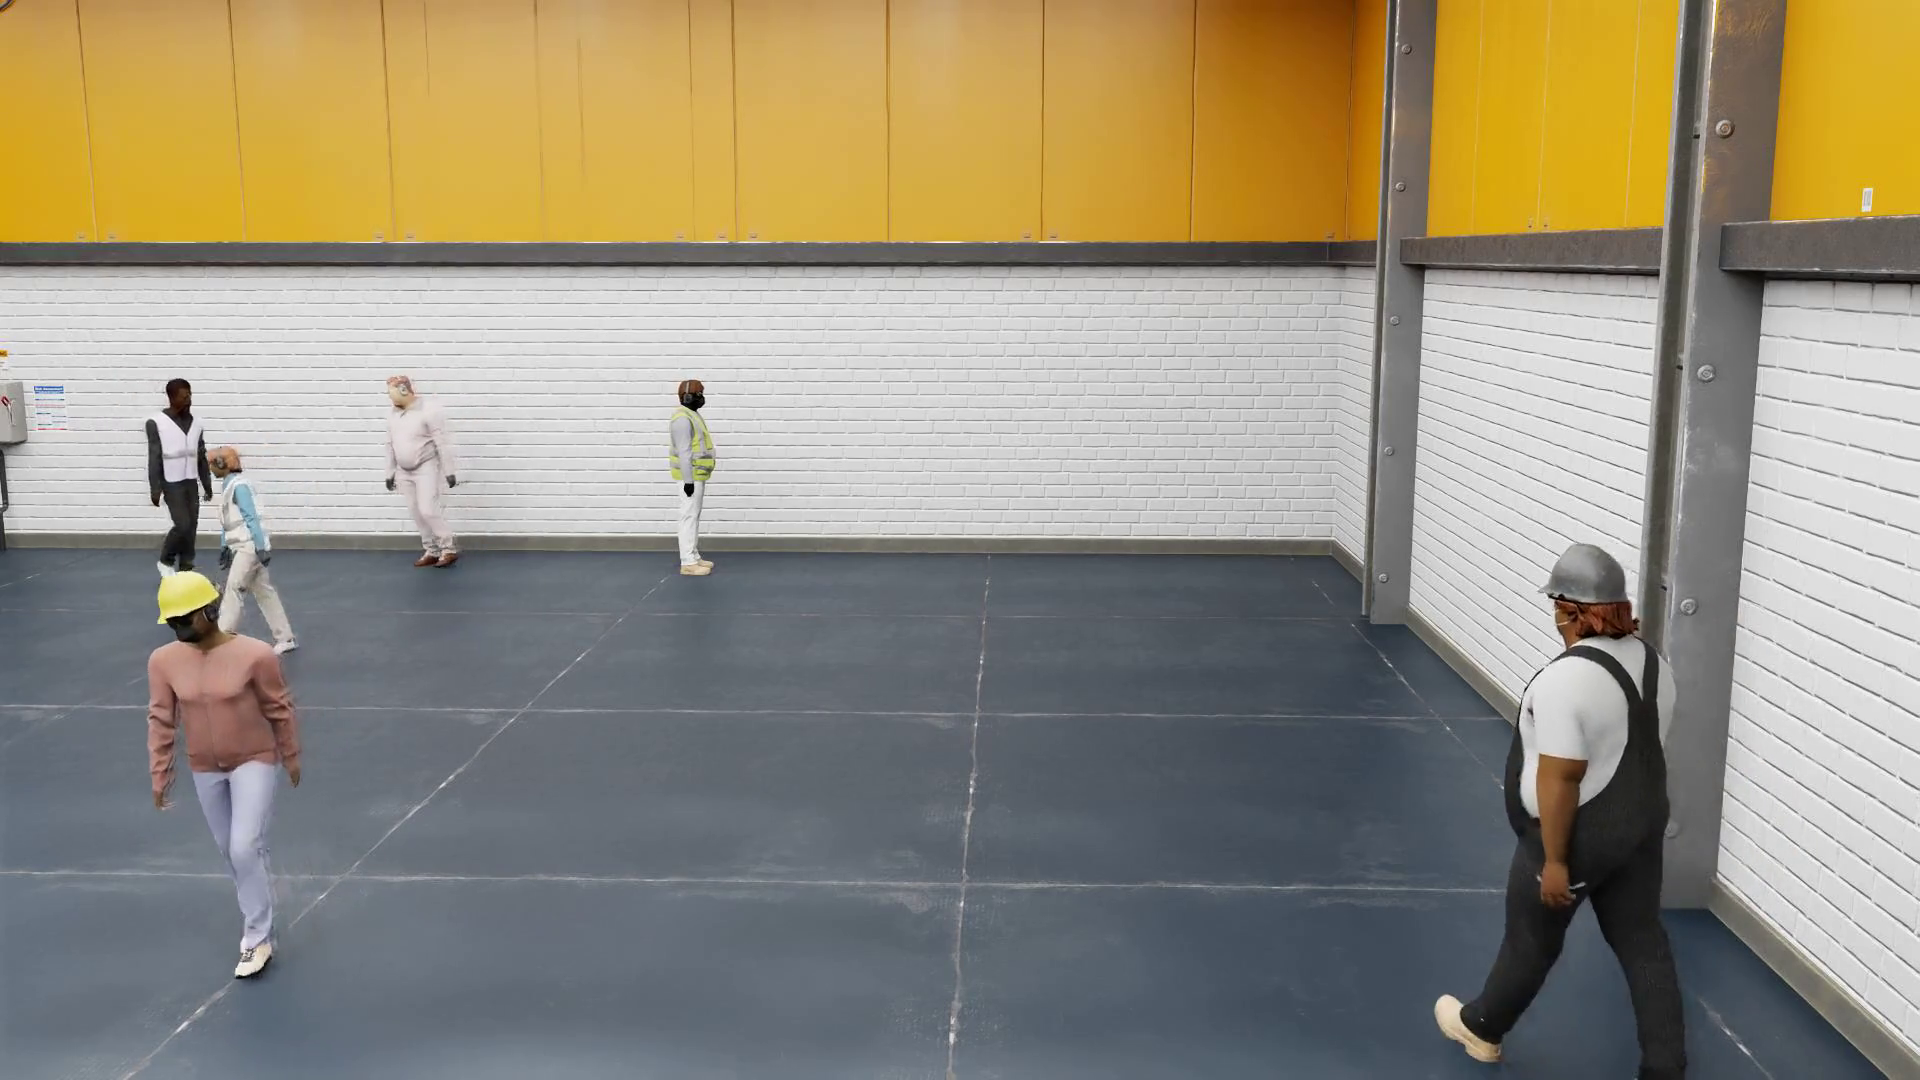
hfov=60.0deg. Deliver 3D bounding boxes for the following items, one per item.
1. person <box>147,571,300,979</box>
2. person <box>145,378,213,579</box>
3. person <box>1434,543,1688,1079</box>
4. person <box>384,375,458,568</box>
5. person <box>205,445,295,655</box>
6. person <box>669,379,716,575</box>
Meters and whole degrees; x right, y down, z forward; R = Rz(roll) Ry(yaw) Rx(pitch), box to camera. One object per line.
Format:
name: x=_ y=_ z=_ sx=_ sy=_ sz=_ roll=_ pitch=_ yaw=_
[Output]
person: x=-3.067 y=0.958 z=6.950 sx=0.540 sy=1.723 sz=0.704 roll=0 pitch=10 yaw=1
person: x=-7.046 y=-0.512 z=15.044 sx=0.447 sy=1.900 sz=0.619 roll=4 pitch=10 yaw=20
person: x=2.213 y=0.982 z=5.890 sx=0.697 sy=2.000 sz=1.004 roll=-6 pitch=11 yaw=-31
person: x=-5.208 y=-0.655 z=15.986 sx=0.667 sy=1.867 sz=0.500 roll=5 pitch=11 yaw=28
person: x=-5.365 y=0.099 z=12.369 sx=0.739 sy=1.589 sz=0.556 roll=-5 pitch=11 yaw=-26
person: x=-2.520 y=-0.598 z=15.721 sx=0.429 sy=1.842 sz=0.636 roll=0 pitch=10 yaw=-2
